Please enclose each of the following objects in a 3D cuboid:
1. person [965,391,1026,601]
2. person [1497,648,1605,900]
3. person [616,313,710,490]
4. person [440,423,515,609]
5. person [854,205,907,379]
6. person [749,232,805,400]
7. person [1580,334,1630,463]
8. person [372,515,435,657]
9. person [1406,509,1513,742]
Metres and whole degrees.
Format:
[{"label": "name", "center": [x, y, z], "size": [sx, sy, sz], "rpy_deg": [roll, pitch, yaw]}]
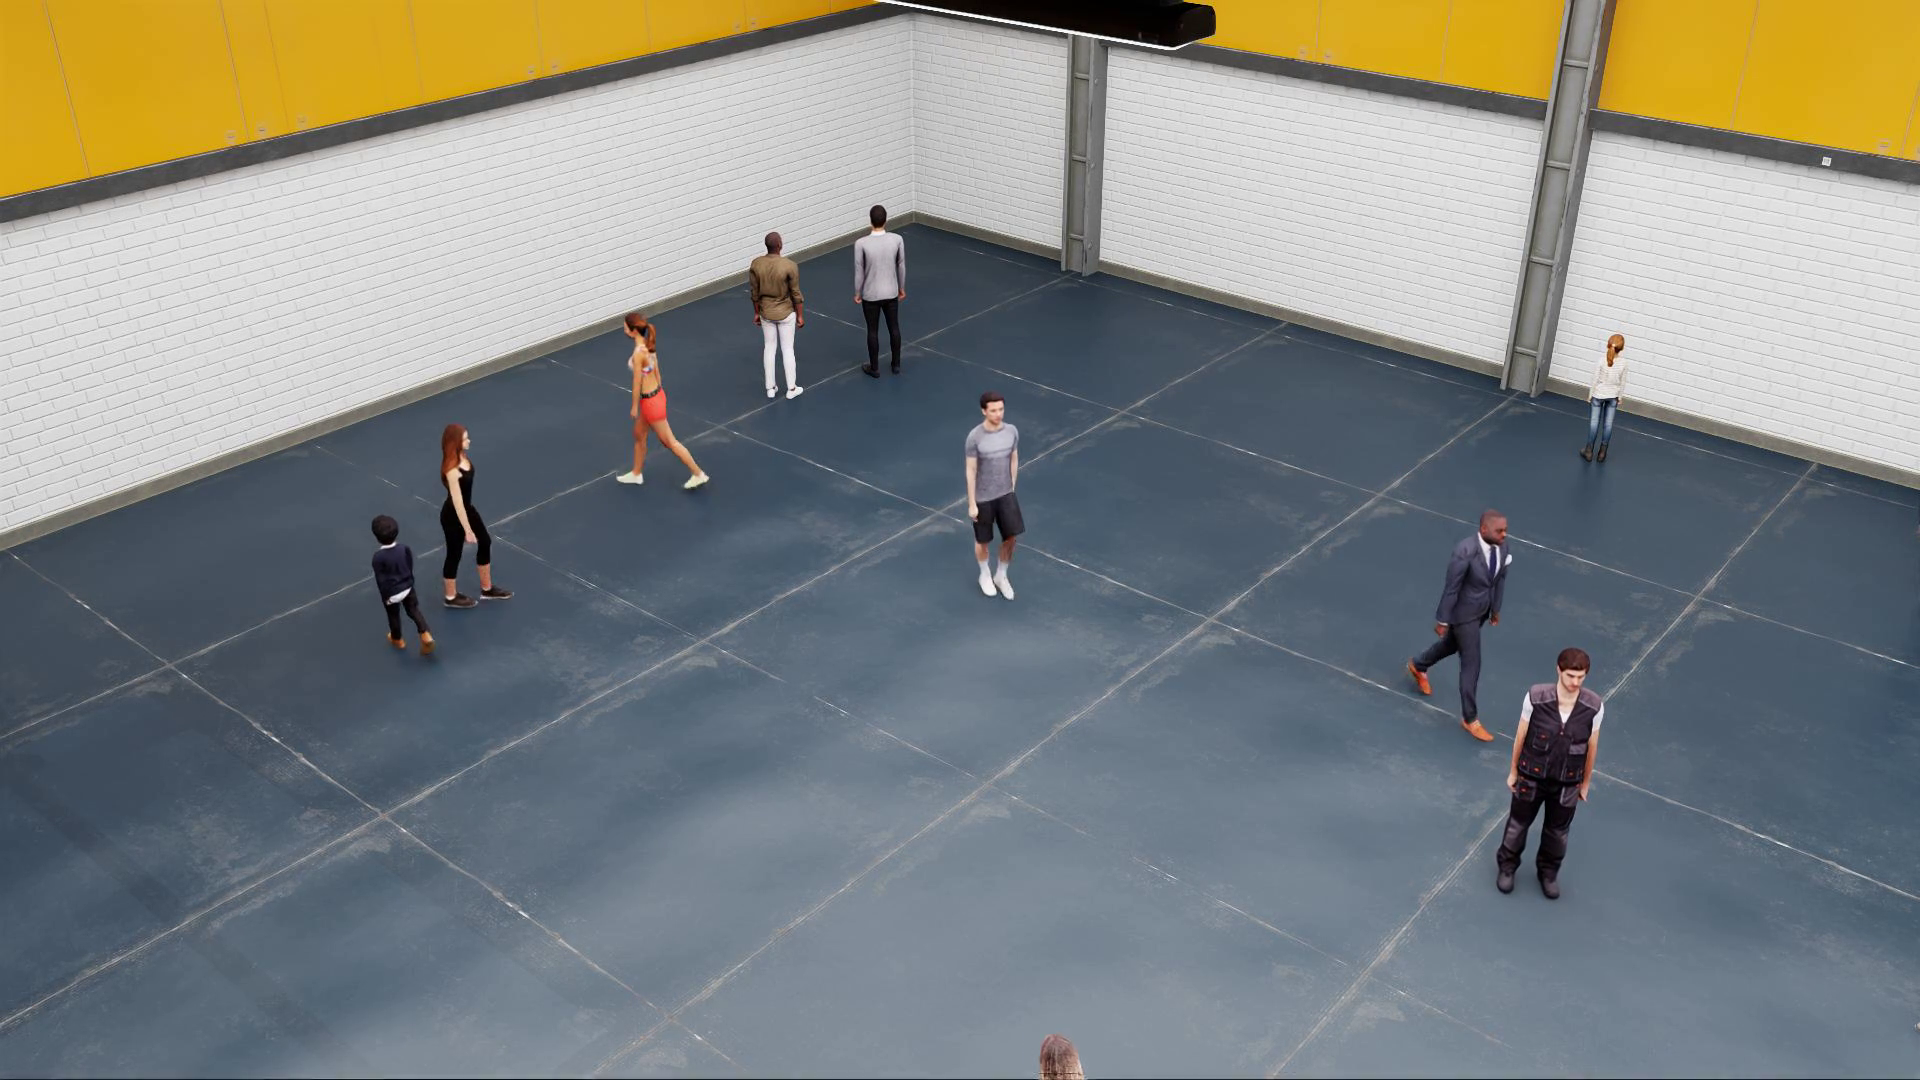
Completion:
[{"label": "person", "center": [0.226, -0.414, 13.956], "size": [0.807, 1.855, 0.850], "rpy_deg": [-9, 30, -16]}, {"label": "person", "center": [3.729, 1.468, 10.518], "size": [0.688, 1.844, 0.805], "rpy_deg": [7, 29, 12]}, {"label": "person", "center": [-2.808, -1.248, 15.598], "size": [1.187, 1.746, 1.016], "rpy_deg": [2, 29, 4]}, {"label": "person", "center": [-4.205, -0.187, 13.700], "size": [0.925, 1.701, 0.850], "rpy_deg": [-1, 29, -2]}, {"label": "person", "center": [-0.864, -2.706, 18.087], "size": [0.839, 1.923, 0.832], "rpy_deg": [-10, 30, -17]}, {"label": "person", "center": [-1.932, -2.379, 17.589], "size": [0.706, 1.825, 0.866], "rpy_deg": [6, 29, 11]}, {"label": "person", "center": [6.335, -1.399, 16.324], "size": [0.544, 1.316, 0.621], "rpy_deg": [5, 29, 9]}, {"label": "person", "center": [-4.426, 0.374, 13.183], "size": [0.801, 1.211, 0.541], "rpy_deg": [25, 37, 38]}, {"label": "person", "center": [3.700, 0.515, 12.312], "size": [0.878, 1.799, 1.260], "rpy_deg": [-19, 34, -31]}]
